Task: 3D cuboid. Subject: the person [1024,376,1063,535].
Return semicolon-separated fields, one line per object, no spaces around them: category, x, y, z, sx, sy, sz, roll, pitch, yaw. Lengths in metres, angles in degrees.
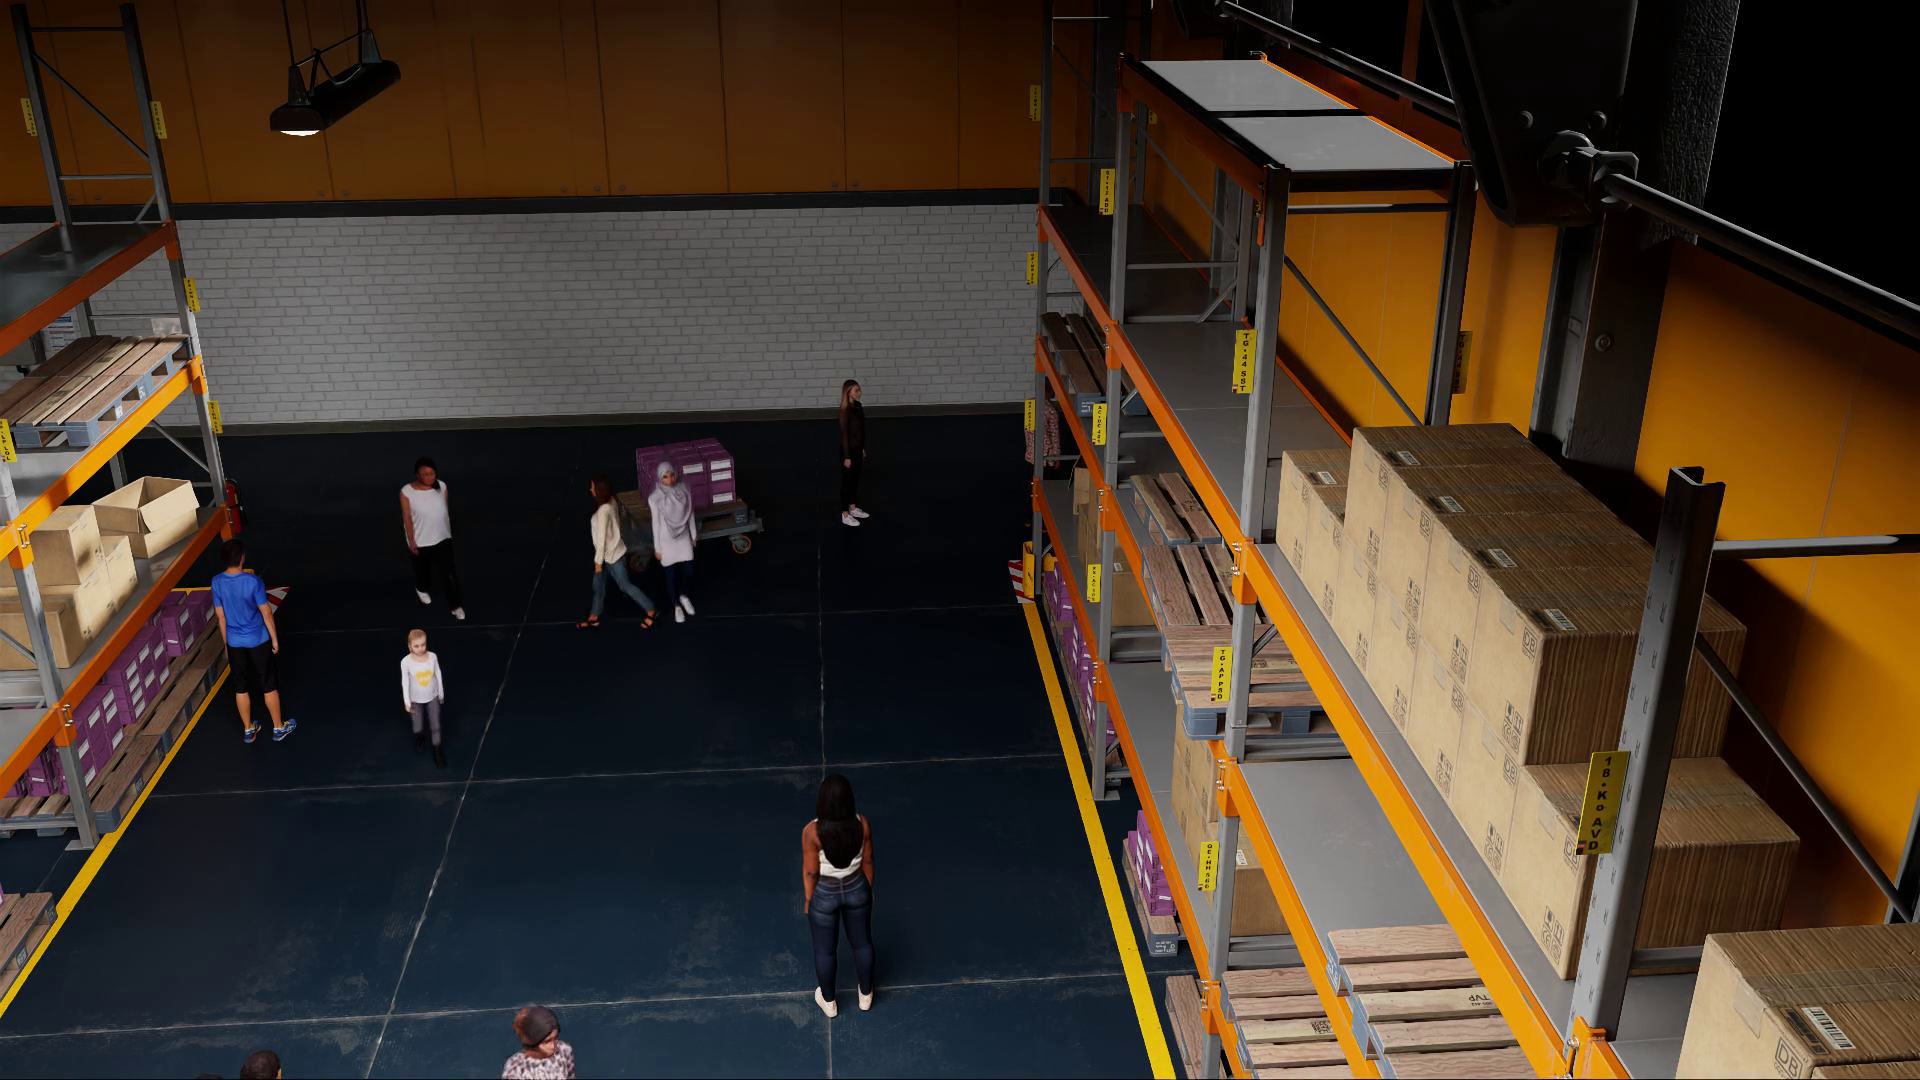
person;0.926;-0.973;18.728;0.844;1.809;0.740;-19;30;-36

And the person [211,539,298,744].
person;-6.180;0.878;14.422;0.609;1.866;0.542;-1;24;-3

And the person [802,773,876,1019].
person;-0.802;2.366;11.091;0.684;1.808;0.651;-6;24;-14

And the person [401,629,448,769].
person;-4.579;1.318;14.160;0.636;1.269;0.734;-14;27;-28

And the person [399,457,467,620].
person;-5.379;-0.045;16.801;0.995;1.653;1.188;-16;28;-32

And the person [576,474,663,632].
person;-3.331;0.164;16.345;0.729;1.635;0.989;-2;24;-5

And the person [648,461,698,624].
person;-2.865;-0.004;16.580;0.750;1.755;0.780;-14;27;-28

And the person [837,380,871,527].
person;-1.241;-1.018;18.962;0.735;1.705;0.604;10;25;21

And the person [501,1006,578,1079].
person;-2.331;3.259;9.187;0.786;1.696;0.870;-12;26;-25
